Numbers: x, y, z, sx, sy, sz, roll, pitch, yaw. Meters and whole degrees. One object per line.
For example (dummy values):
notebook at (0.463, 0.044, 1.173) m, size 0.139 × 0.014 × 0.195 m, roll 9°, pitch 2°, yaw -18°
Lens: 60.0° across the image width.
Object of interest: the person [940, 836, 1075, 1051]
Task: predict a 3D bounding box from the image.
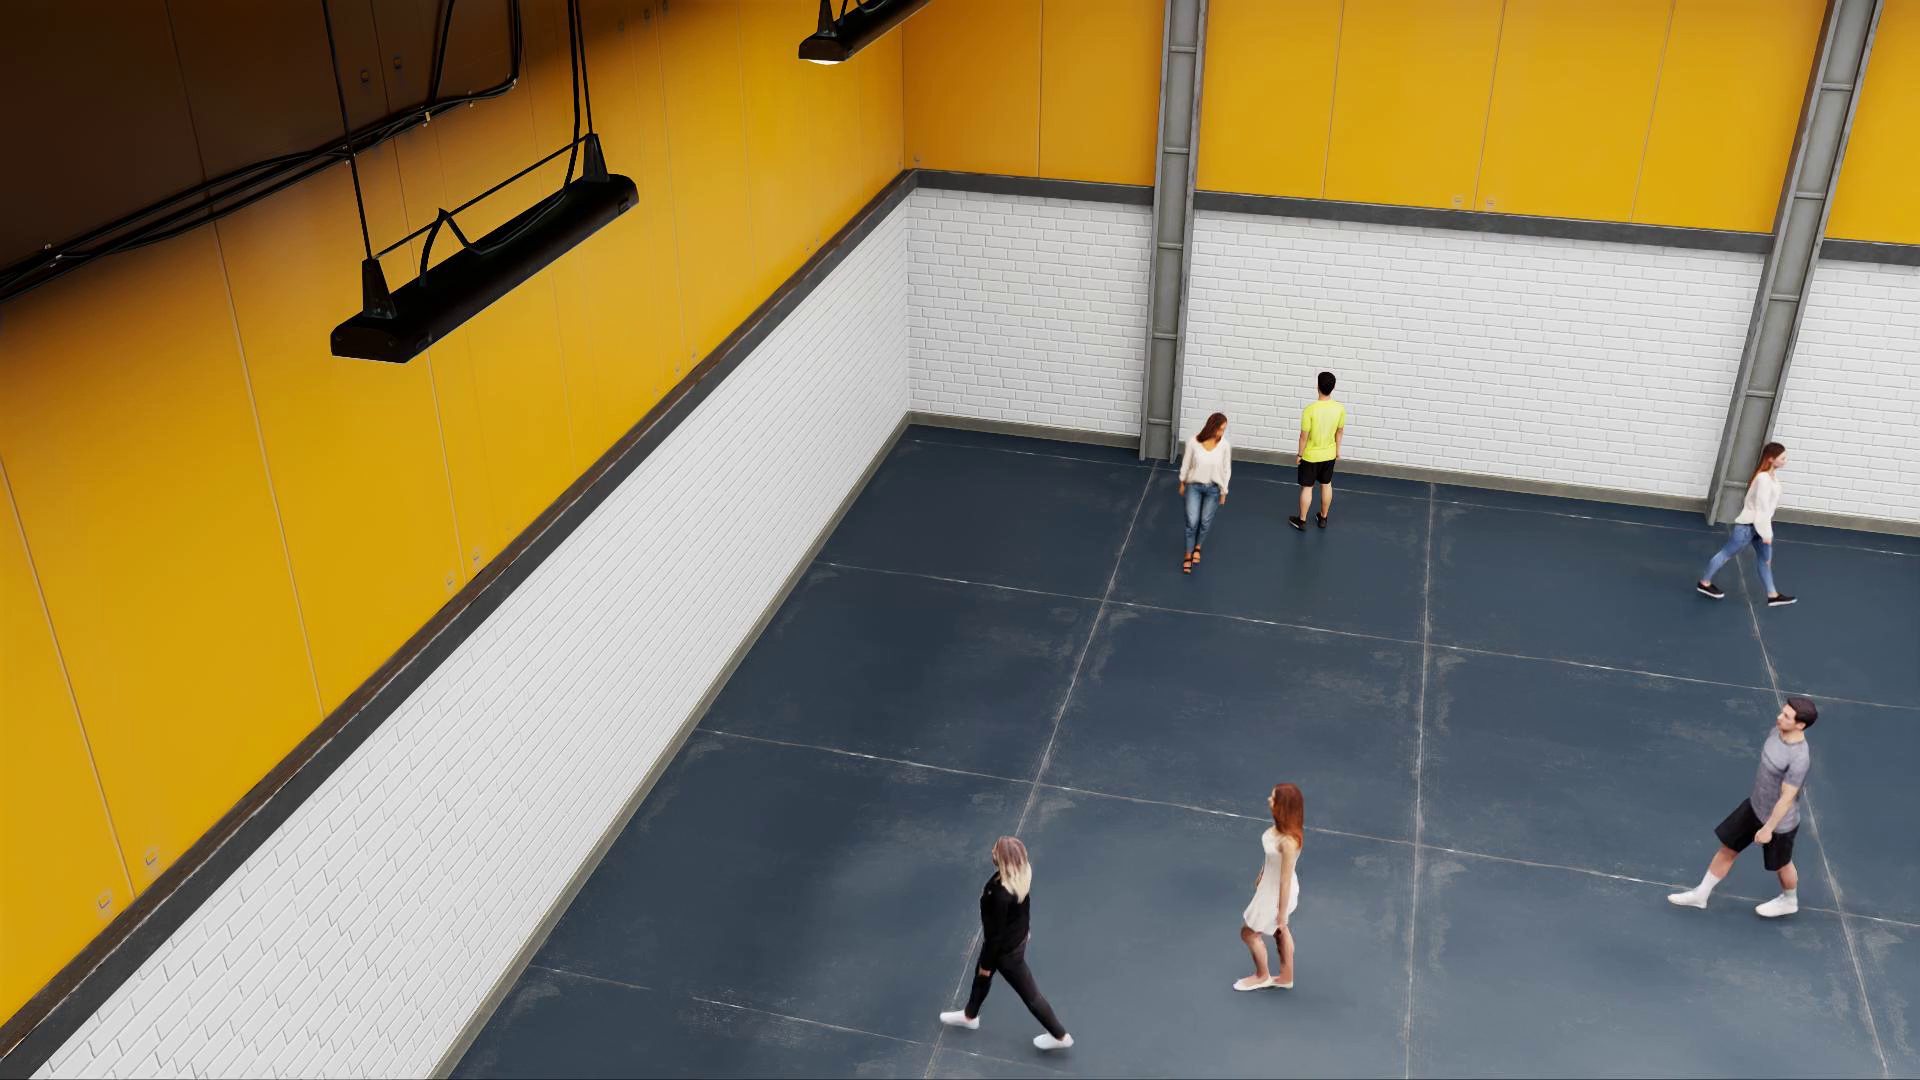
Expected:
person at (0.397, 2.613, 10.562) m, size 1.123 × 1.640 × 0.625 m, roll 8°, pitch 30°, yaw 15°

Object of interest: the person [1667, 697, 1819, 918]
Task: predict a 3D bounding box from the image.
person at (5.765, 1.927, 11.624) m, size 1.229 × 1.827 × 0.873 m, roll 0°, pitch 29°, yaw 0°

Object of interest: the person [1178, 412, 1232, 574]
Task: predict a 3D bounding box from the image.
person at (2.402, -0.533, 16.315) m, size 0.686 × 1.653 × 0.743 m, roll 5°, pitch 29°, yaw 9°

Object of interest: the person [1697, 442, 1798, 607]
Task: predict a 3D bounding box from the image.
person at (7.332, -0.142, 15.605) m, size 1.175 × 1.646 × 0.893 m, roll 20°, pitch 34°, yaw 32°

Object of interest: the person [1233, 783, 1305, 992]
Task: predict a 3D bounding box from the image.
person at (2.196, 2.336, 11.008) m, size 0.648 × 1.699 × 0.605 m, roll 4°, pitch 29°, yaw 8°

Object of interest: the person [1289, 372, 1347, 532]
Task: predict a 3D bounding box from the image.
person at (3.661, -0.906, 16.940) m, size 0.627 × 1.709 × 0.757 m, roll -6°, pitch 29°, yaw -10°
